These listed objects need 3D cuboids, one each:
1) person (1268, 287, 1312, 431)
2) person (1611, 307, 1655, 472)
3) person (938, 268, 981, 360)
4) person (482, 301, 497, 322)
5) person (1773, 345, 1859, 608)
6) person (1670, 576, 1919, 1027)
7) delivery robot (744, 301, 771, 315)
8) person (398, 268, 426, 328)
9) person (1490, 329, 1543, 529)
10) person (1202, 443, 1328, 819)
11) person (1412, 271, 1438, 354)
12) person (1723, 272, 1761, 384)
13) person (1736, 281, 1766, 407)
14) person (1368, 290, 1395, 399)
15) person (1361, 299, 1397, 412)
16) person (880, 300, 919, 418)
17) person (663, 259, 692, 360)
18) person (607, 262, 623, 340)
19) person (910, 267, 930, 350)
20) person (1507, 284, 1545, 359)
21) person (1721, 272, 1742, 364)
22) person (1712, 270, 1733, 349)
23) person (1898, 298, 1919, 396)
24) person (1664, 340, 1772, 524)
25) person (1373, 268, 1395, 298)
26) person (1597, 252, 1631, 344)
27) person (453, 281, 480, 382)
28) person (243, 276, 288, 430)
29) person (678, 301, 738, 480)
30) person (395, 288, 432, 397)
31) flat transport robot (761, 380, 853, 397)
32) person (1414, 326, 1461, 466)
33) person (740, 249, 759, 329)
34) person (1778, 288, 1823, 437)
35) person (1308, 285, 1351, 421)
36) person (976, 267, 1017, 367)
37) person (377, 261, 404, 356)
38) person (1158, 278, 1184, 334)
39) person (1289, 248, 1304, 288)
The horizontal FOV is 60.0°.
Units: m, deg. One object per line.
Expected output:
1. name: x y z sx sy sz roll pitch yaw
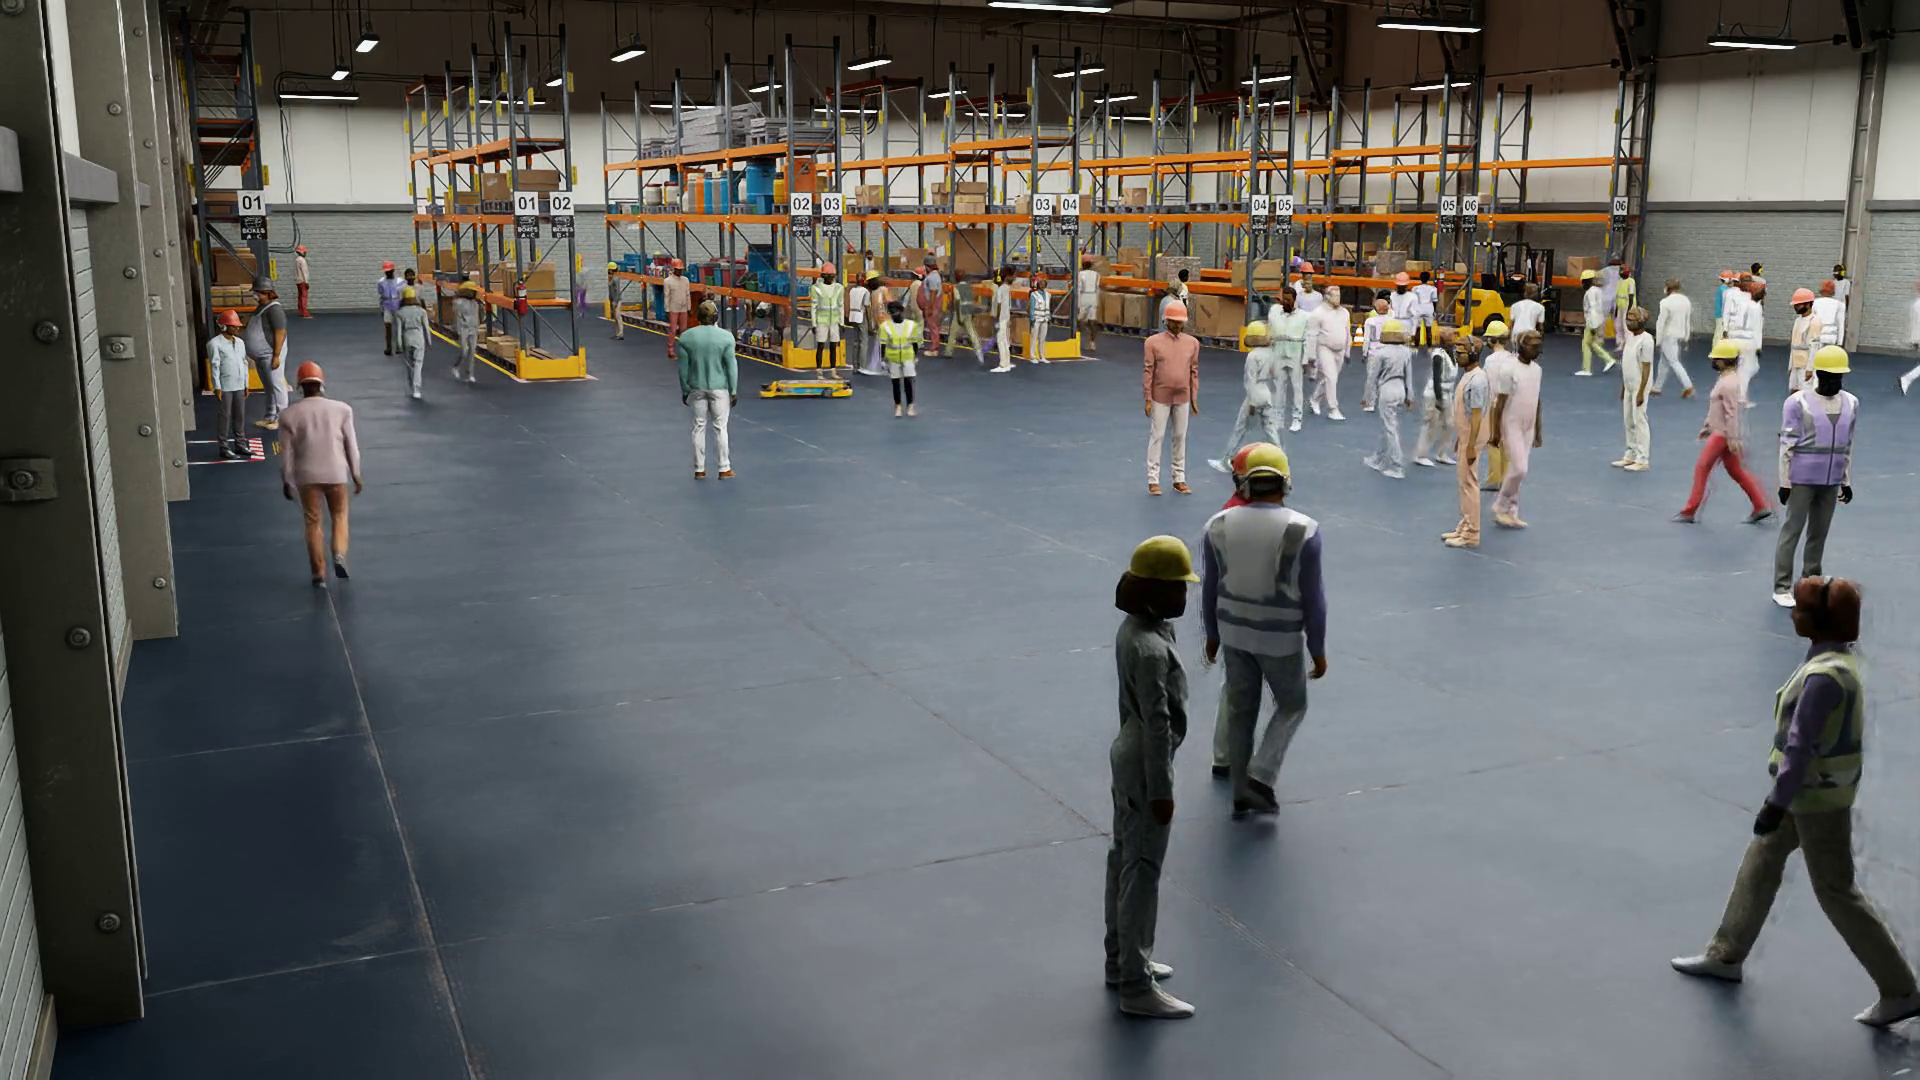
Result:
1. person: 4.375 -2.407 22.115 0.584 1.911 0.391 7 13 30
2. person: 7.562 -1.686 18.625 0.343 1.837 0.503 0 11 -2
3. person: 0.058 -4.429 32.696 0.972 1.804 0.573 9 14 37
4. person: -12.486 -6.675 43.985 0.559 1.835 0.394 3 12 16
5. person: 6.262 -0.456 12.139 0.591 1.926 0.386 -2 11 -10
6. person: 3.096 0.917 5.967 0.829 1.604 0.509 5 12 26
7. delivery robot: -5.570 -6.430 45.760 0.707 0.478 0.477 5 12 23
8. person: -10.409 -4.244 31.586 0.519 1.851 0.547 -5 12 -23
9. person: 5.090 -0.995 15.096 0.522 1.834 0.409 -7 13 -33
10. person: 1.440 0.449 7.860 0.642 1.800 0.429 8 13 34
11. person: 9.461 -4.634 33.956 0.540 1.696 0.317 1 11 4
12. person: 13.190 -3.575 28.096 0.581 1.882 0.339 1 11 7
13. person: 11.728 -2.892 24.666 0.407 1.873 0.595 2 11 12
14. person: 6.553 -3.034 25.829 0.535 1.697 0.318 -7 13 -33
15. person: 6.081 -2.666 24.104 0.525 1.639 0.307 -1 11 -6
16. person: -0.853 -2.534 23.346 0.548 1.657 0.563 0 11 -1
17. person: -5.552 -4.536 32.750 0.405 1.982 0.618 10 15 42
18. person: -7.850 -5.427 37.810 0.331 1.768 0.526 -4 12 -19
19. person: -0.842 -4.866 34.990 0.338 1.752 0.565 -6 12 -27
20. person: 8.782 -3.073 25.818 0.511 1.773 1.030 7 13 32
21. person: 14.830 -4.238 31.828 0.355 1.744 0.565 -4 12 -22
22. person: 15.114 -4.458 32.910 0.321 1.755 0.566 3 11 14
23. person: 15.005 -3.125 25.825 0.733 1.877 0.649 -1 11 -3
24. person: 7.101 -0.985 15.368 0.903 1.731 0.519 5 12 22
25. person: 10.954 -6.392 42.610 0.621 1.801 0.821 -6 13 -27
26. person: 14.414 -5.346 36.700 0.685 2.000 0.535 5 12 24
27. person: -8.437 -3.563 28.434 0.447 1.718 0.518 8 14 35
28. person: -9.283 -2.499 22.233 0.537 2.000 0.682 -10 15 -41
29. person: -2.709 -1.609 17.965 0.636 1.938 0.355 1 11 6
30. person: -8.600 -3.103 26.172 0.497 1.696 0.894 -2 11 -8
31. flat transport robot: -2.408 -2.394 26.207 1.431 0.197 0.652 -1 11 -4
32. person: 5.428 -1.620 18.850 0.560 1.609 0.532 10 15 42
33. person: -5.156 -6.164 40.949 0.616 2.015 0.950 -2 11 -12
34. person: 10.708 -2.234 21.187 0.391 1.924 0.552 0 11 1
35. person: 5.194 -2.653 23.445 0.651 1.879 0.891 -6 12 -26
36. person: 0.706 -4.131 30.921 0.677 1.885 0.651 -4 12 -19
37. person: -11.535 -4.700 33.773 0.549 1.897 0.864 -2 11 -12
38. person: 3.079 -2.860 24.367 0.367 1.932 0.623 -2 11 -8
39. person: 9.852 -7.640 48.866 0.626 1.844 0.429 8 14 35
